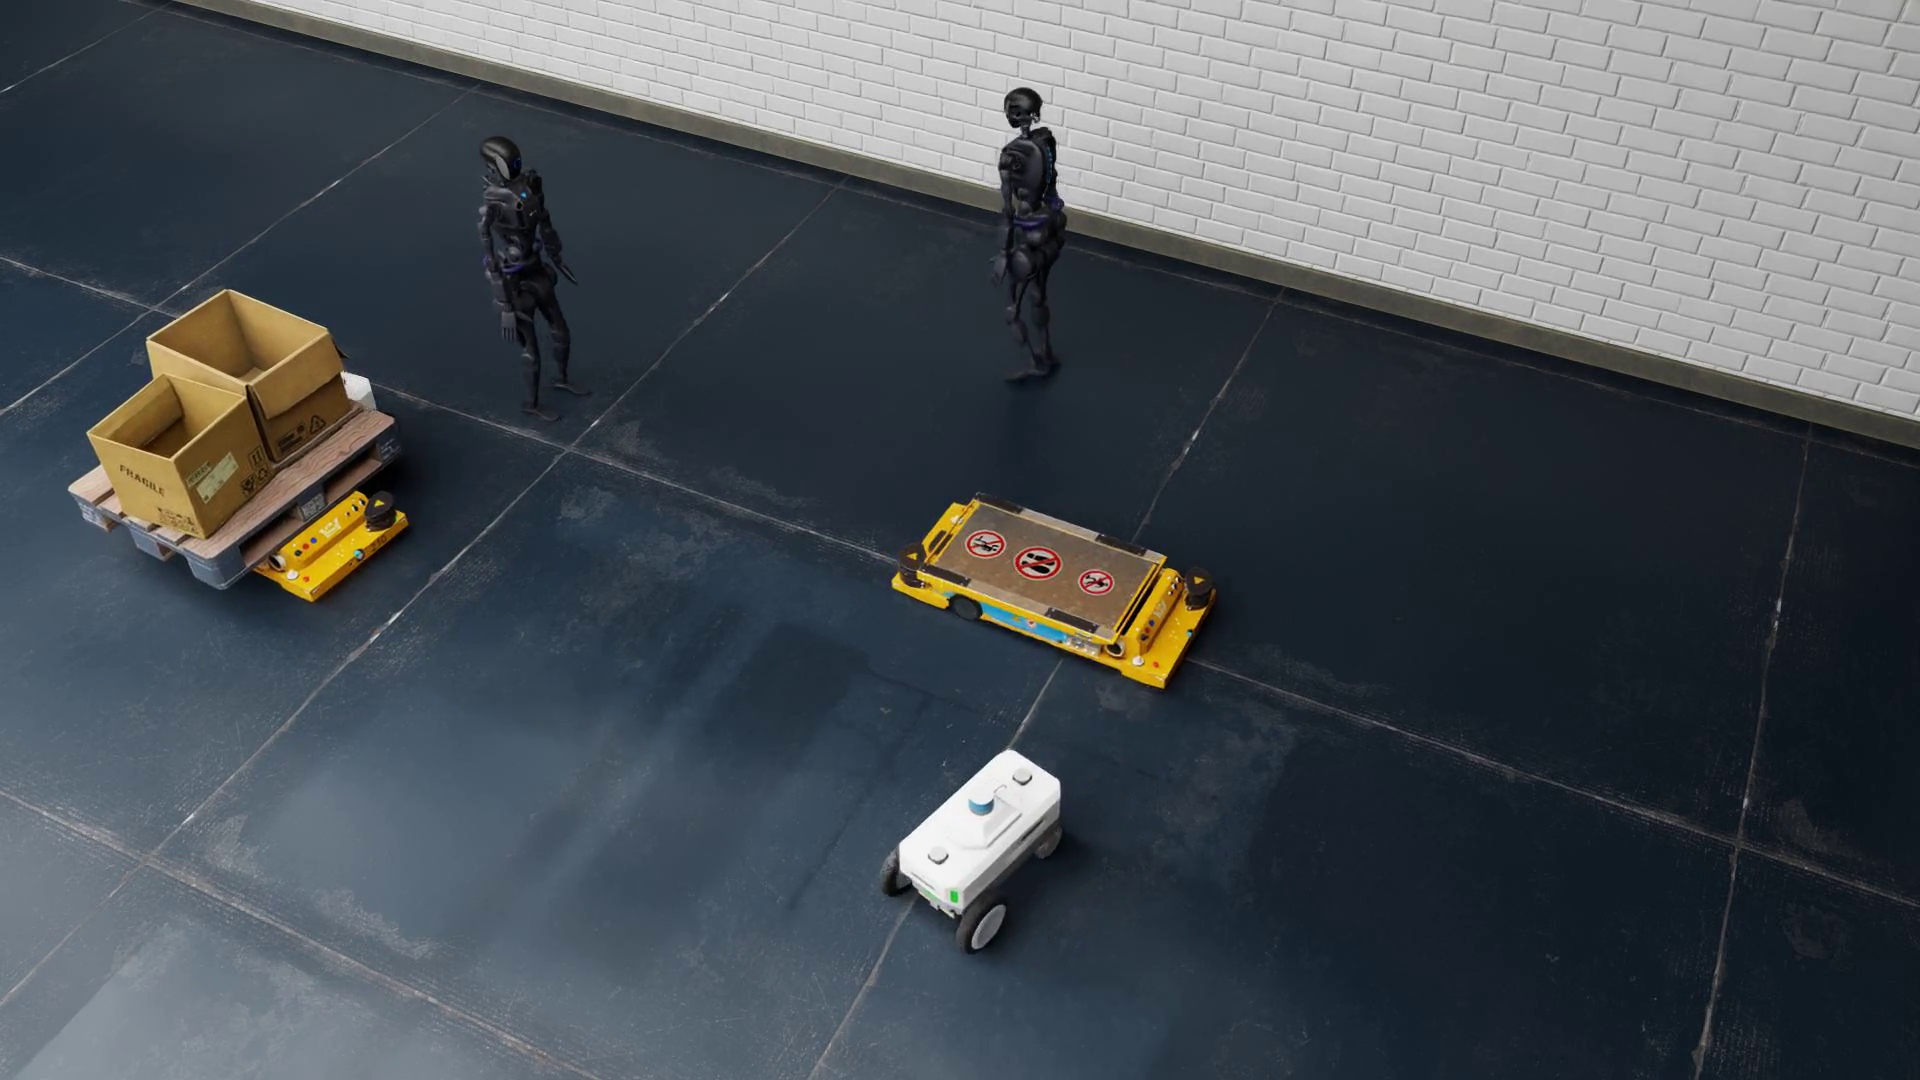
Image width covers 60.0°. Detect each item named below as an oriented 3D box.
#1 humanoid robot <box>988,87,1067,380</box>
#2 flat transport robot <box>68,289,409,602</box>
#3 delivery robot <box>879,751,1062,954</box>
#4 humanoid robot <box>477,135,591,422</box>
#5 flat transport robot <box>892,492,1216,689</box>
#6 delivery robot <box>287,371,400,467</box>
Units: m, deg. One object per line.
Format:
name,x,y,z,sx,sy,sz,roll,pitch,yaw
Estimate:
humanoid robot,0.376,-1.636,8.985,0.421,1.632,0.615,21,47,21
flat transport robot,-3.573,-0.192,8.462,1.431,0.231,0.659,22,47,22
delivery robot,0.084,1.210,6.731,0.499,0.583,0.767,31,51,29
humanoid robot,-2.254,-1.354,8.675,0.329,1.650,0.588,14,45,15
flat transport robot,0.452,0.211,8.028,1.431,0.231,0.659,19,46,20
delivery robot,-3.347,-0.560,8.655,0.499,0.603,0.794,16,45,17
